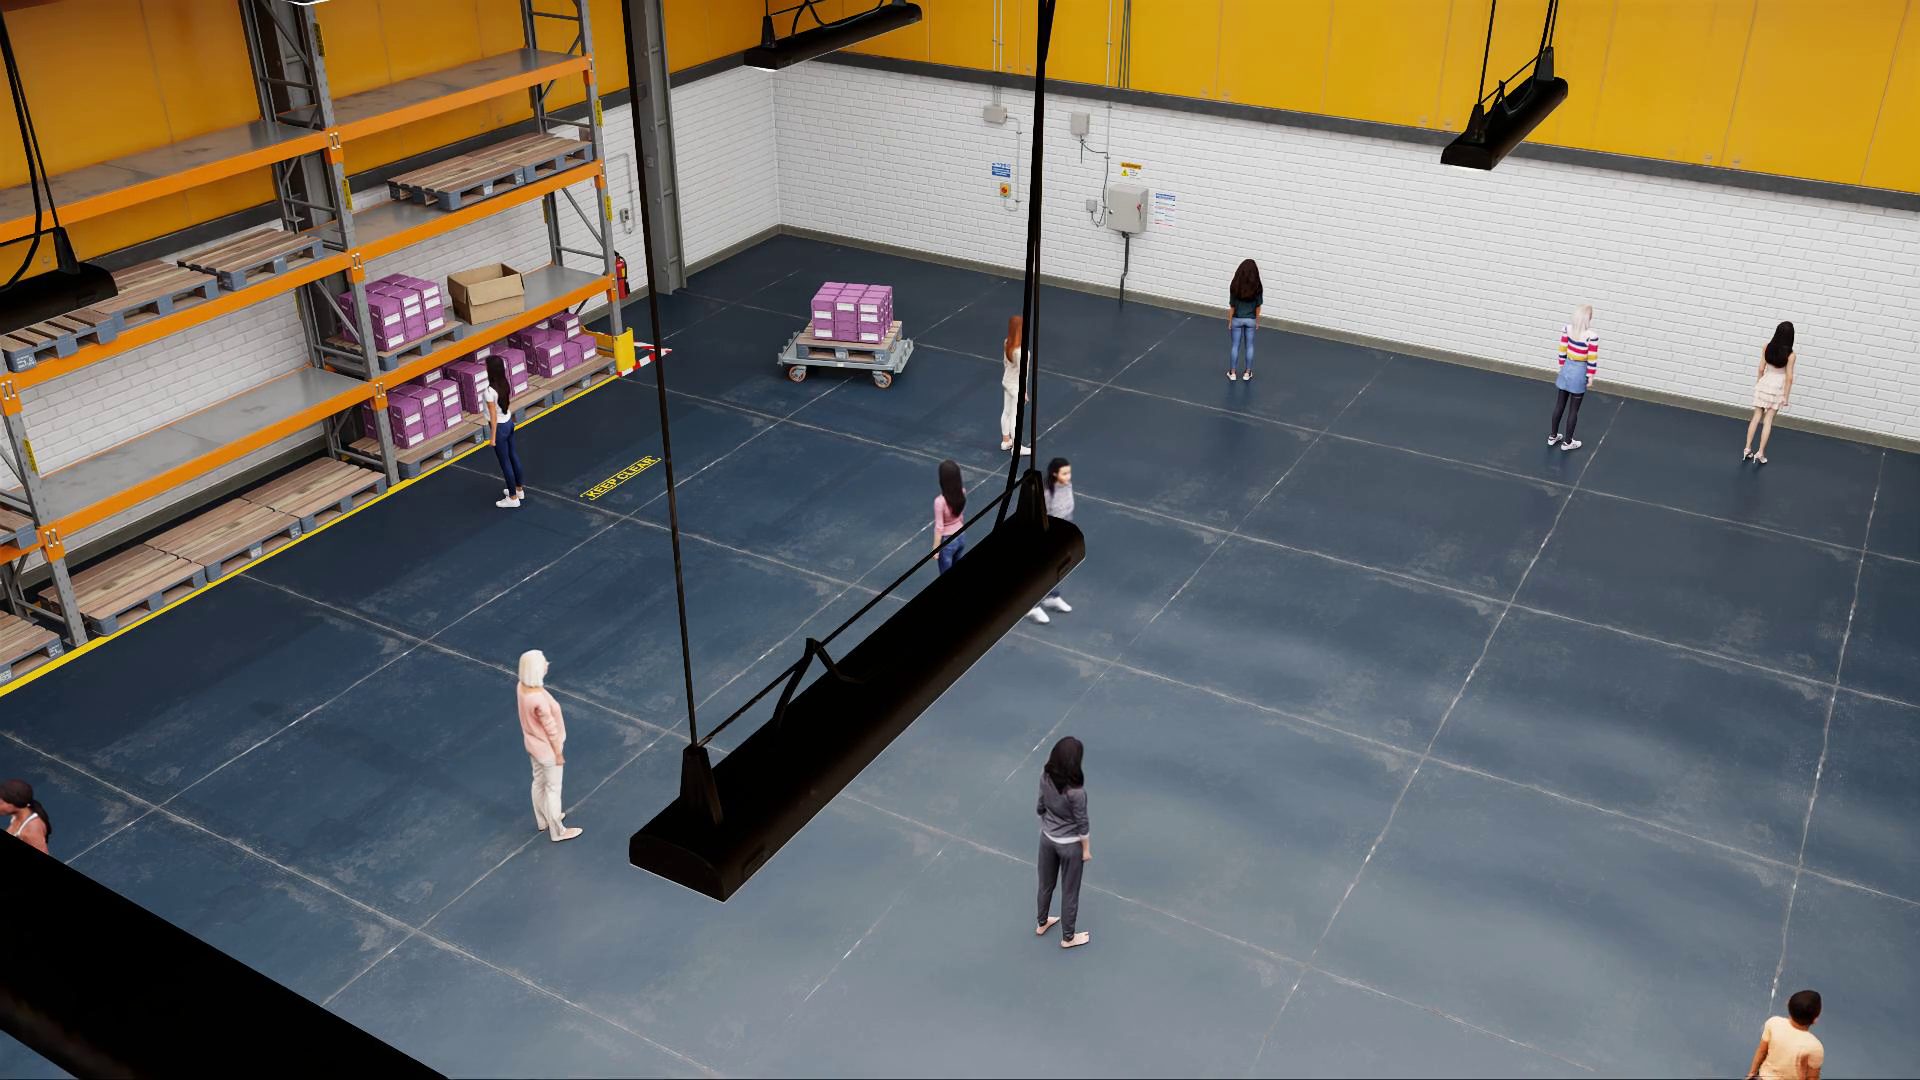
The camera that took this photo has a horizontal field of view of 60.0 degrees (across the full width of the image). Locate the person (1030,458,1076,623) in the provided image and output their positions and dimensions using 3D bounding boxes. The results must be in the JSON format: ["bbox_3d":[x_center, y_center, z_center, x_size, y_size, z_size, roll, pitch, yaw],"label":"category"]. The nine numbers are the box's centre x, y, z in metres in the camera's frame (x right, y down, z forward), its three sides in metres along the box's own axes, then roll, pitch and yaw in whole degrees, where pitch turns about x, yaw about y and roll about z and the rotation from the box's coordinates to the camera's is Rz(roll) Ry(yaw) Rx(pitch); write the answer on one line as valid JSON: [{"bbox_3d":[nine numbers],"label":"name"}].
[{"bbox_3d":[0.913,-0.034,16.212,0.579,1.727,0.727,-24,37,-37],"label":"person"}]

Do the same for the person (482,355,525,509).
[{"bbox_3d":[-5.027,-1.210,18.316,0.712,1.775,0.572,5,29,8],"label":"person"}]

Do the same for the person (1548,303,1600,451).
[{"bbox_3d":[7.245,-1.947,19.631,0.679,1.809,0.723,-19,34,-31],"label":"person"}]

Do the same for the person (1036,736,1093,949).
[{"bbox_3d":[0.740,2.188,12.100,0.642,1.764,0.581,24,36,36],"label":"person"}]

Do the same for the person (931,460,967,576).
[{"bbox_3d":[-0.096,0.019,16.100,0.667,1.742,0.496,22,36,35],"label":"person"}]

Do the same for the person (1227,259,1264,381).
[{"bbox_3d":[3.671,-2.848,21.485,0.691,1.617,0.715,3,29,5],"label":"person"}]

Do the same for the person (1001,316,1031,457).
[{"bbox_3d":[0.632,-1.814,19.488,0.724,1.713,0.687,-12,31,-21],"label":"person"}]

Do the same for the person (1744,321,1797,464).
[{"bbox_3d":[9.388,-1.711,19.276,0.653,1.736,0.649,-19,34,-30],"label":"person"}]

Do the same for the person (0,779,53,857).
[{"bbox_3d":[-6.436,2.399,11.721,0.605,1.755,0.616,-24,37,-37],"label":"person"}]

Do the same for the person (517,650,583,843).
[{"bbox_3d":[-3.308,1.618,13.184,0.632,1.726,0.663,-23,36,-35],"label":"person"}]

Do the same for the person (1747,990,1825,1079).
[{"bbox_3d":[5.023,3.387,10.244,1.032,1.436,0.786,-19,34,-31],"label":"person"}]
